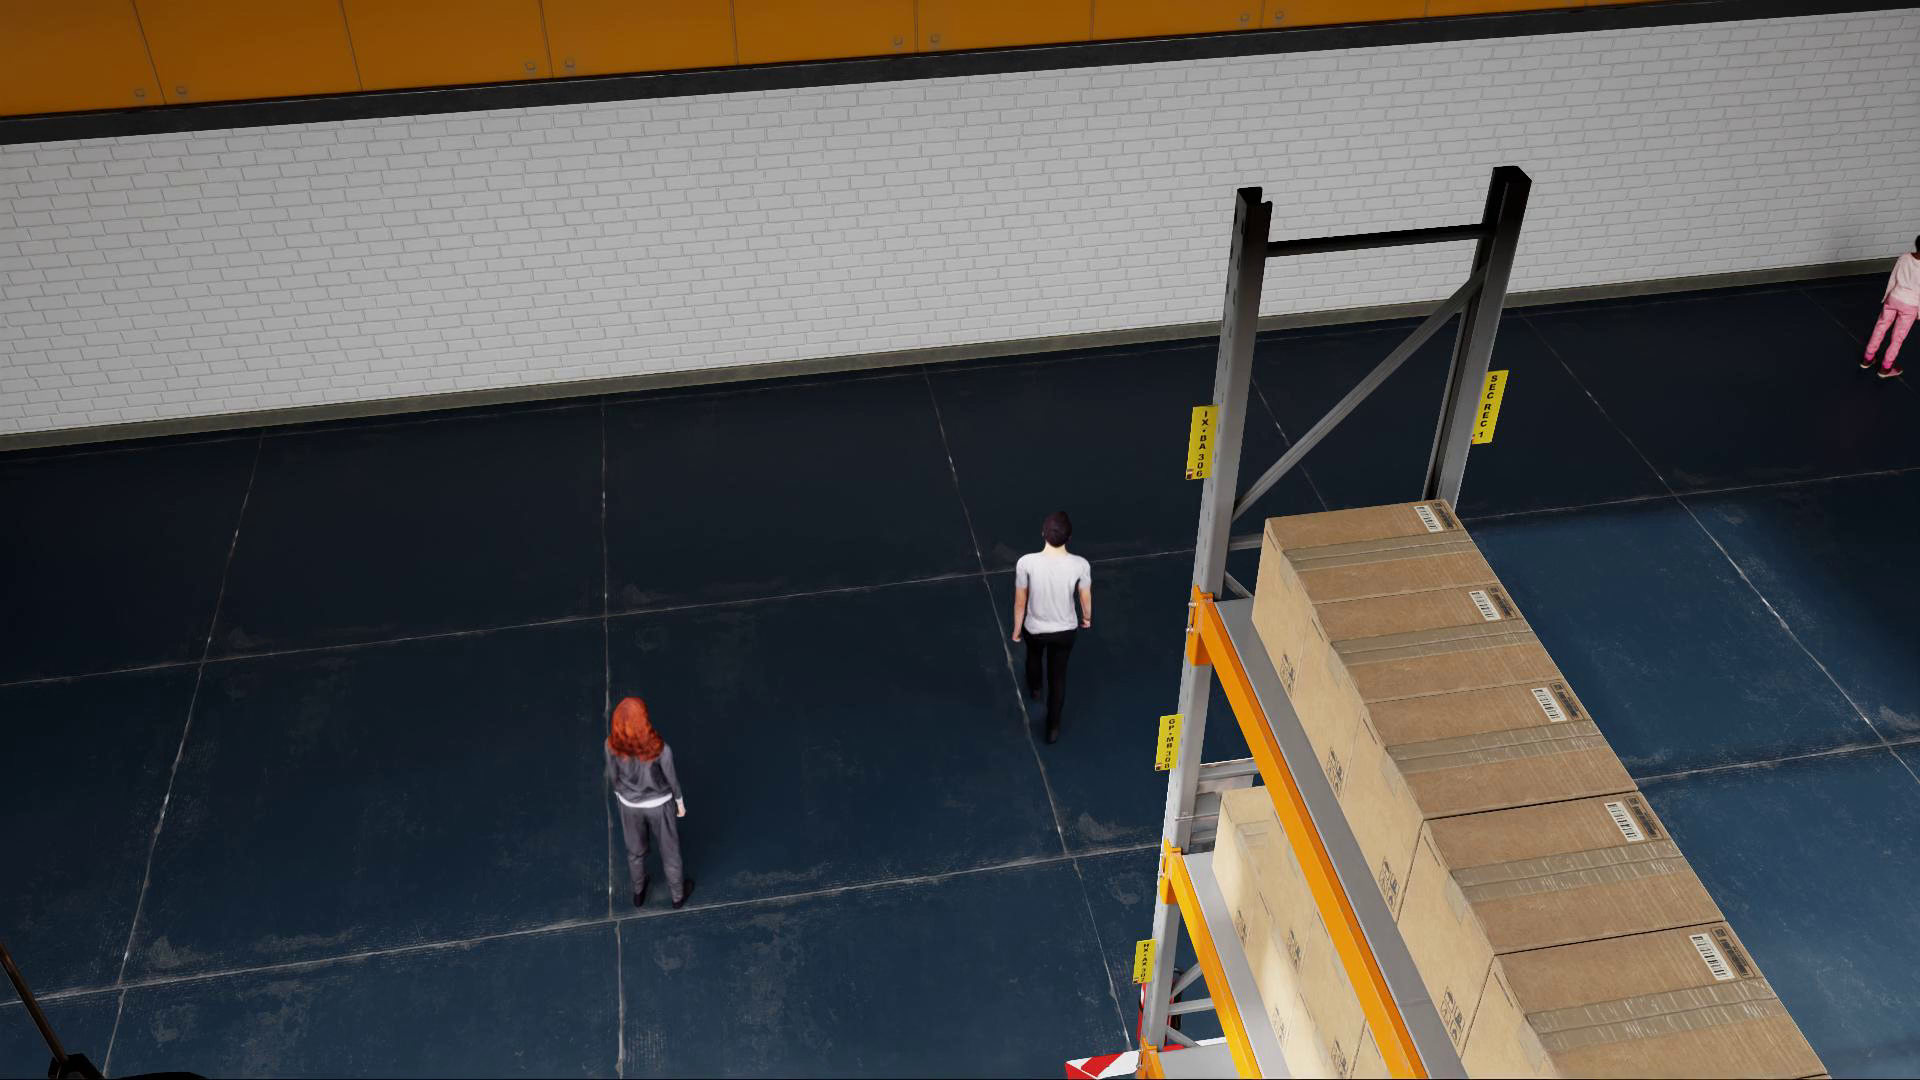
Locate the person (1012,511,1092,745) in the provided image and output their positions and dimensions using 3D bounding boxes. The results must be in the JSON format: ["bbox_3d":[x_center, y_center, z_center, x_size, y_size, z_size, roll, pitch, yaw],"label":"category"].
[{"bbox_3d":[0.614,0.654,11.405,0.839,1.842,1.019,3,39,3],"label":"person"}]

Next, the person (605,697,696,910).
[{"bbox_3d":[-1.925,1.634,10.229,0.641,1.778,0.602,4,39,5],"label":"person"}]

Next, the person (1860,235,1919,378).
[{"bbox_3d":[8.677,-2.196,15.290,0.676,1.448,0.540,-21,43,-24],"label":"person"}]
